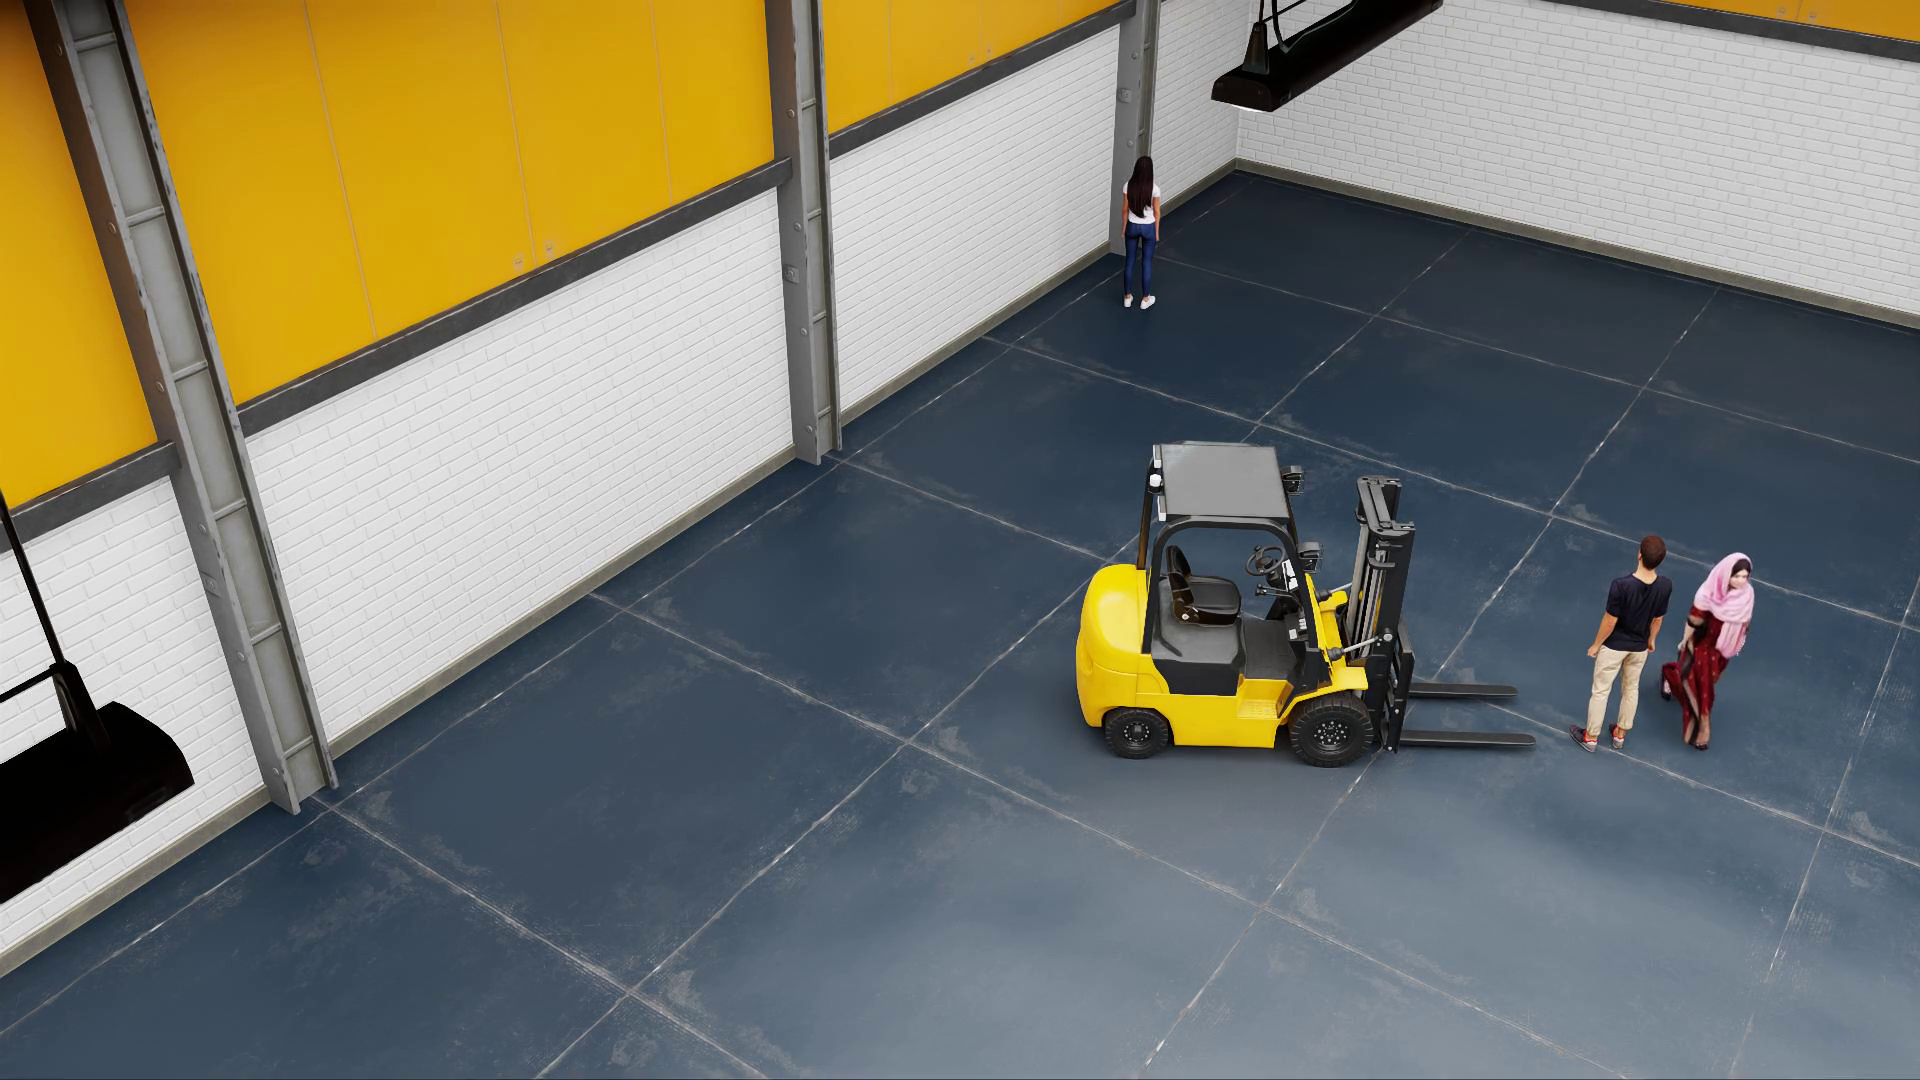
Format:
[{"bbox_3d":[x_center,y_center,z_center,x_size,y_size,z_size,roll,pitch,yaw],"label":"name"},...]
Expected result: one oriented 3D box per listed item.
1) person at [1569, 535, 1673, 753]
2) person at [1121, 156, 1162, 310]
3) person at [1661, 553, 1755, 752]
[{"bbox_3d":[4.888,0.767,12.224,0.707,1.858,0.755,-4,34,-6],"label":"person"},{"bbox_3d":[2.023,-3.450,18.644,0.637,1.775,0.586,12,35,18],"label":"person"},{"bbox_3d":[5.606,0.733,12.509,1.048,1.599,1.127,-5,34,-7],"label":"person"}]
